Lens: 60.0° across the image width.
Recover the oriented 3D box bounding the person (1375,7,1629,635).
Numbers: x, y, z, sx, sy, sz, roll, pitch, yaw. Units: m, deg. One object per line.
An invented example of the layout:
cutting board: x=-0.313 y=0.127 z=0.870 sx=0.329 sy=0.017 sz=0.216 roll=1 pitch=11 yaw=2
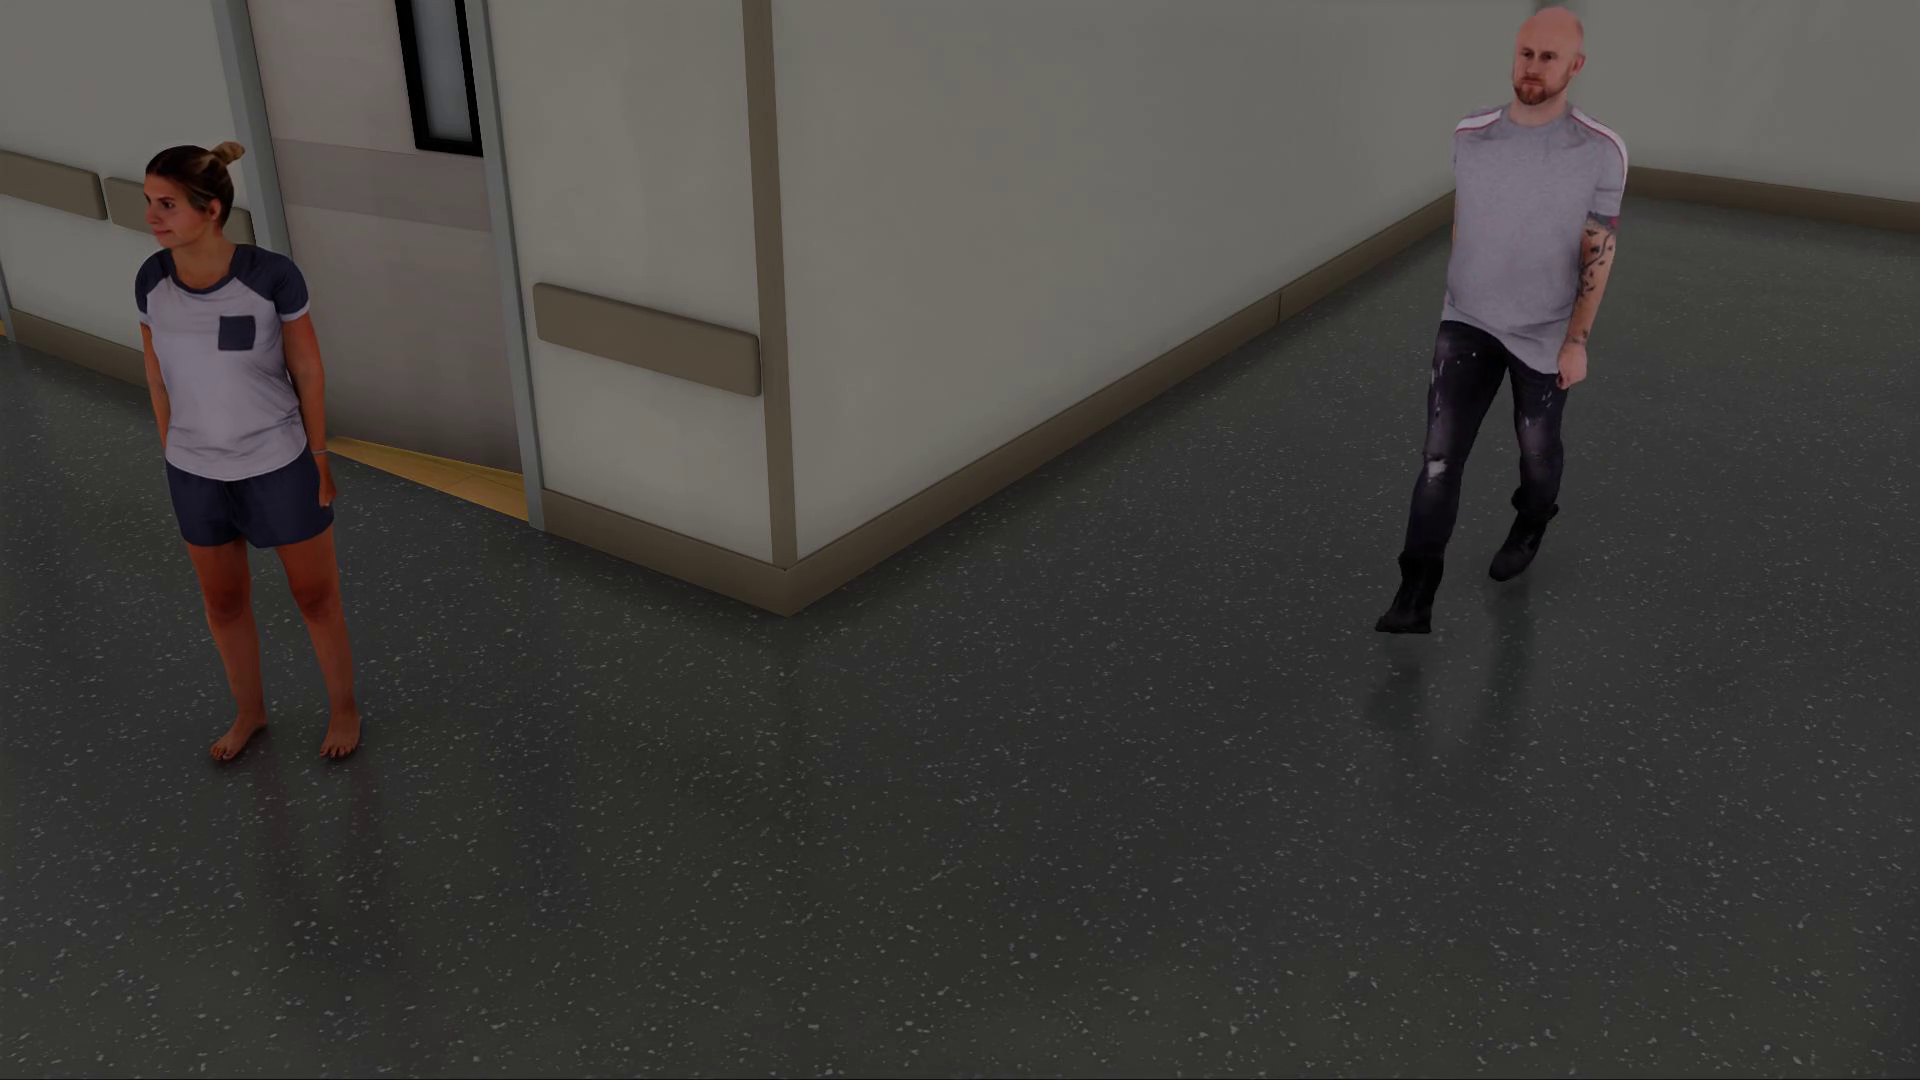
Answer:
person: x=1.668 y=-0.611 z=4.891 sx=0.714 sy=1.775 sz=1.271 roll=18 pitch=31 yaw=33

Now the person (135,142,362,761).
person: x=-1.792 y=-0.185 z=4.183 sx=0.656 sy=1.622 sz=0.685 roll=-1 pitch=26 yaw=-1
